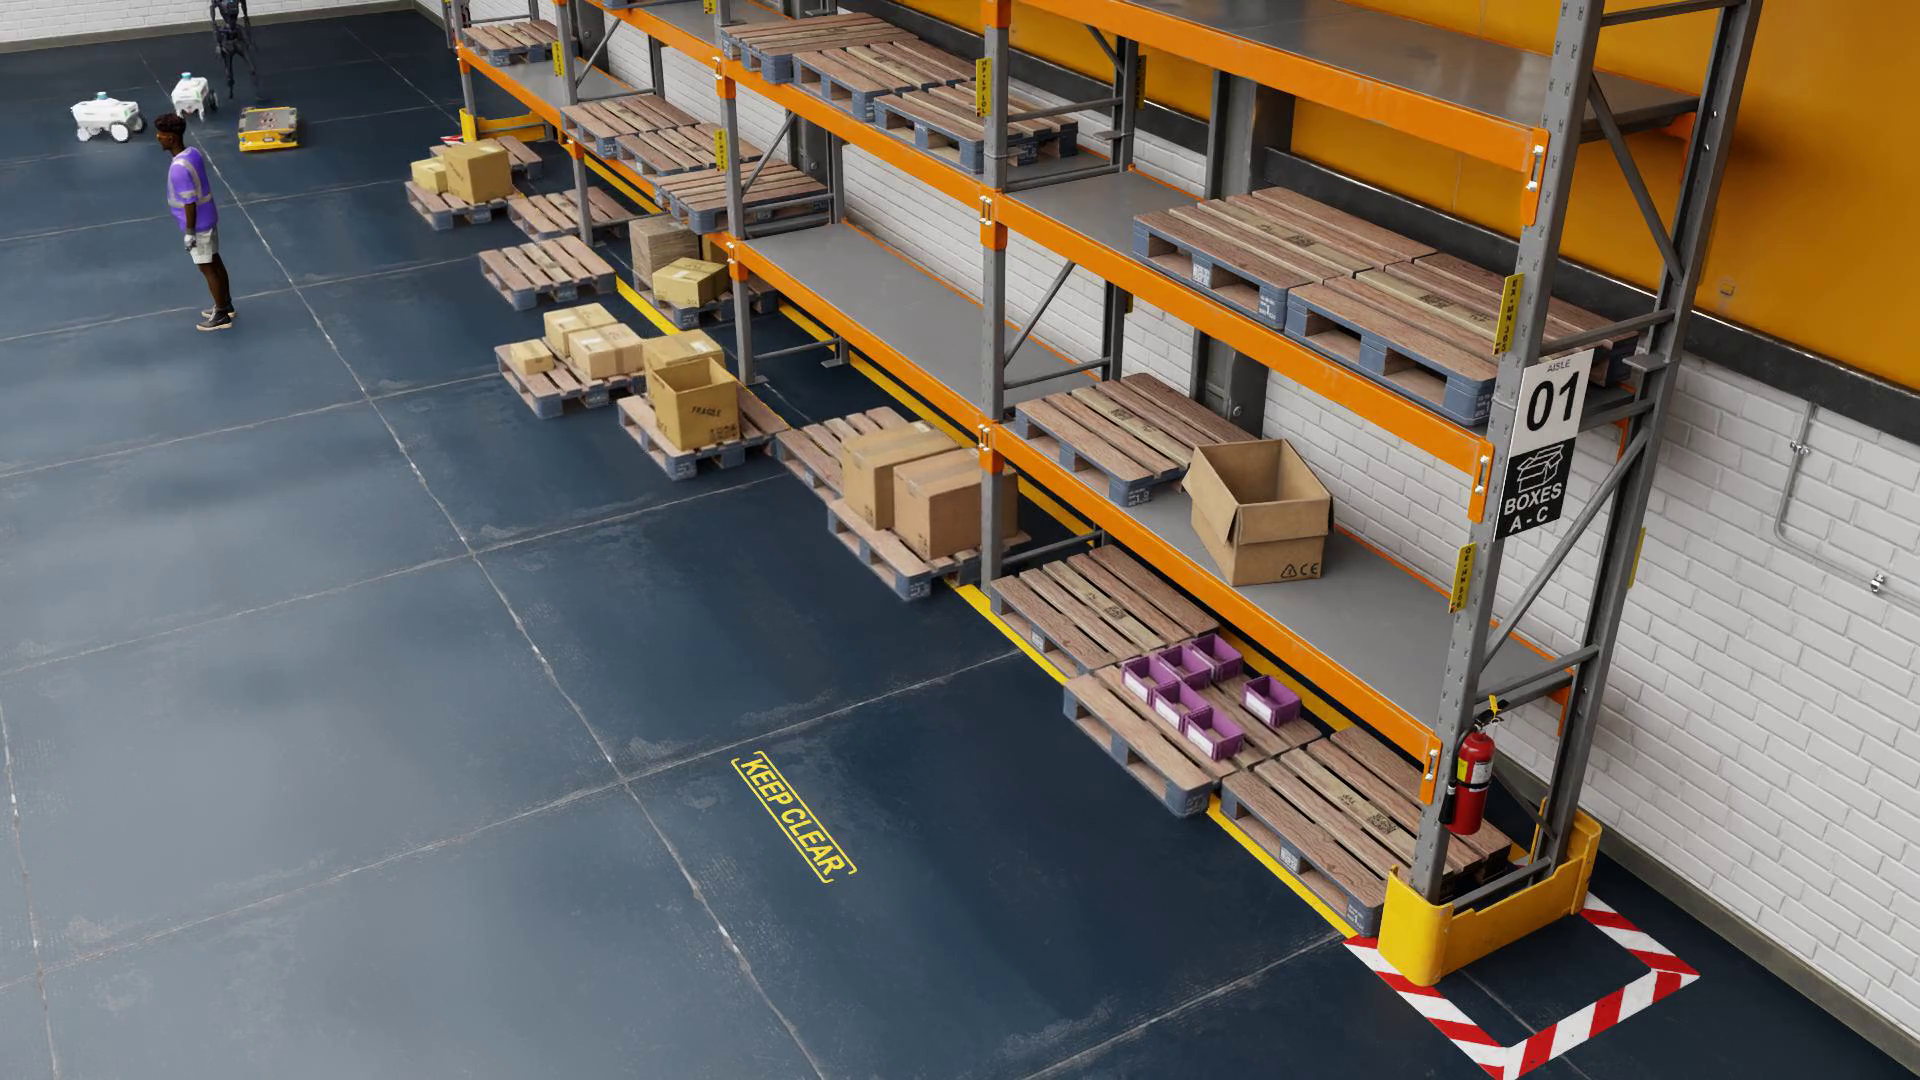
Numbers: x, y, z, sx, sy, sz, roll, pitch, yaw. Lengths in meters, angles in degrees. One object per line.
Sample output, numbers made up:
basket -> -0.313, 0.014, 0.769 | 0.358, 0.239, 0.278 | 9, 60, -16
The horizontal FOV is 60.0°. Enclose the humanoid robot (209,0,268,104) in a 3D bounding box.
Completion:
humanoid robot -> -9.536, -6.561, 21.810 | 0.509, 1.640, 0.590 | 18, 34, 29

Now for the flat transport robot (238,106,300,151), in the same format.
flat transport robot -> -8.589, -5.132, 20.693 | 0.659, 0.231, 1.431 | -9, 31, -15

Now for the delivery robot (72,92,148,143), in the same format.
delivery robot -> -10.540, -5.244, 20.569 | 0.745, 0.565, 0.499 | 1, 30, 1

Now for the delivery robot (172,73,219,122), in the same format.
delivery robot -> -9.901, -5.720, 21.444 | 0.499, 0.599, 0.784 | -7, 30, -12

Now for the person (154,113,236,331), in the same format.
person -> -6.878, -2.863, 14.965 | 0.369, 1.966, 0.600 | -5, 30, -9
